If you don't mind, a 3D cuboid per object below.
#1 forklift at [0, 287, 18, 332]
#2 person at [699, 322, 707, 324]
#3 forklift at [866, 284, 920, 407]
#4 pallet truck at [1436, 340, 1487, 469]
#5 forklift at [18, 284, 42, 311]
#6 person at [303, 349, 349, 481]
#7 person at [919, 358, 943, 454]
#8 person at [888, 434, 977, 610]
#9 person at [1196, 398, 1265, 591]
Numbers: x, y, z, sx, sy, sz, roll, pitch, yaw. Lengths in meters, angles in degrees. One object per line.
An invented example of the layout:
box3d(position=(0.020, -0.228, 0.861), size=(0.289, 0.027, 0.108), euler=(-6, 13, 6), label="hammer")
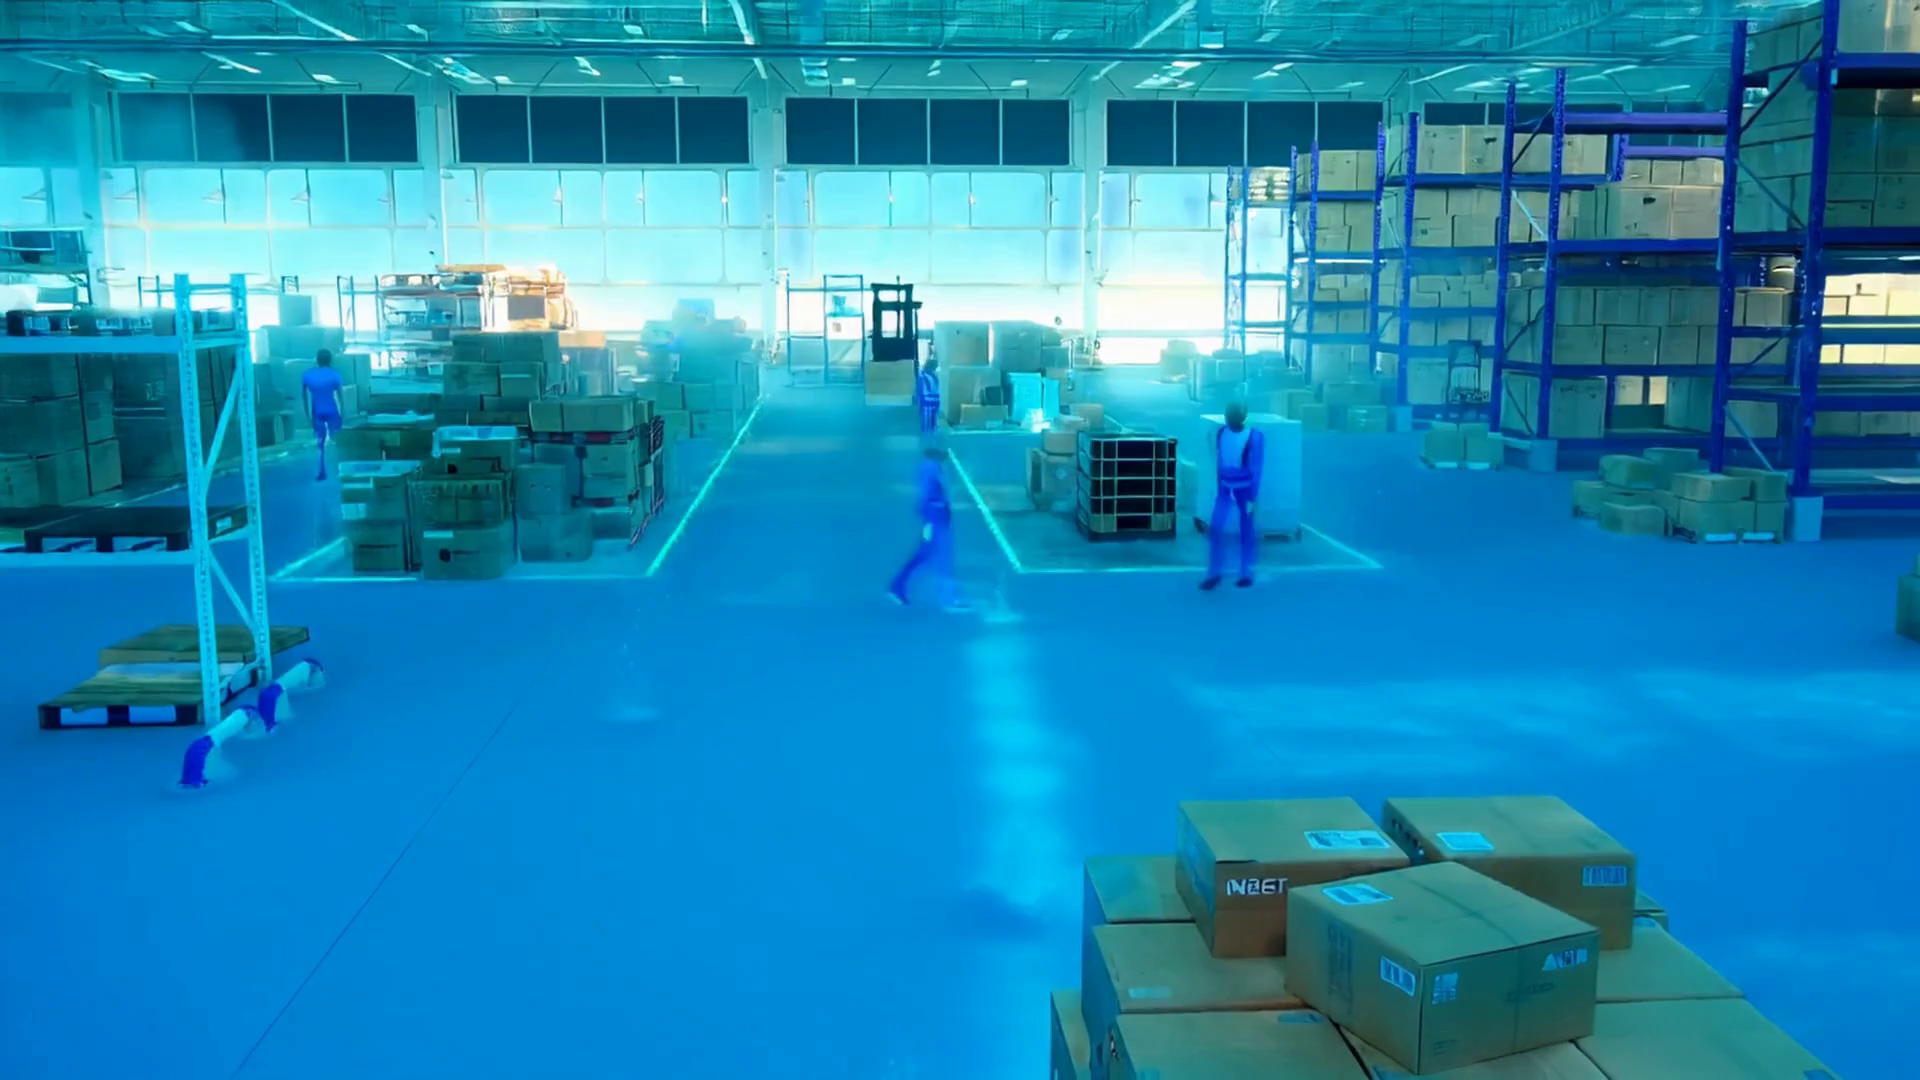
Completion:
box3d(position=(-16.256, -2.887, 28.158), size=(1.873, 2.768, 1.129), euler=(-1, 9, -4), label="forklift")
box3d(position=(-6.379, -4.488, 41.376), size=(0.976, 1.860, 0.579), euler=(-4, 10, -22), label="person")
box3d(position=(-1.539, -4.498, 38.272), size=(1.129, 2.768, 1.873), euler=(1, 9, 5), label="forklift")
box3d(position=(8.004, -2.170, 26.422), size=(0.823, 1.965, 1.885), euler=(2, 9, 14), label="pallet truck")
box3d(position=(-20.098, -4.148, 36.077), size=(1.873, 2.768, 1.129), euler=(-5, 10, -30), label="forklift")
box3d(position=(-9.317, -1.834, 24.493), size=(0.635, 1.937, 0.352), euler=(0, 9, 3), label="person")
box3d(position=(-0.498, -2.272, 28.181), size=(0.311, 1.638, 0.522), euler=(8, 12, 43), label="person")
box3d(position=(-0.275, -0.164, 15.047), size=(0.800, 1.611, 0.523), euler=(1, 9, 7), label="person")
box3d(position=(2.581, -0.410, 15.817), size=(0.582, 1.854, 0.810), euler=(8, 12, 41), label="person")
